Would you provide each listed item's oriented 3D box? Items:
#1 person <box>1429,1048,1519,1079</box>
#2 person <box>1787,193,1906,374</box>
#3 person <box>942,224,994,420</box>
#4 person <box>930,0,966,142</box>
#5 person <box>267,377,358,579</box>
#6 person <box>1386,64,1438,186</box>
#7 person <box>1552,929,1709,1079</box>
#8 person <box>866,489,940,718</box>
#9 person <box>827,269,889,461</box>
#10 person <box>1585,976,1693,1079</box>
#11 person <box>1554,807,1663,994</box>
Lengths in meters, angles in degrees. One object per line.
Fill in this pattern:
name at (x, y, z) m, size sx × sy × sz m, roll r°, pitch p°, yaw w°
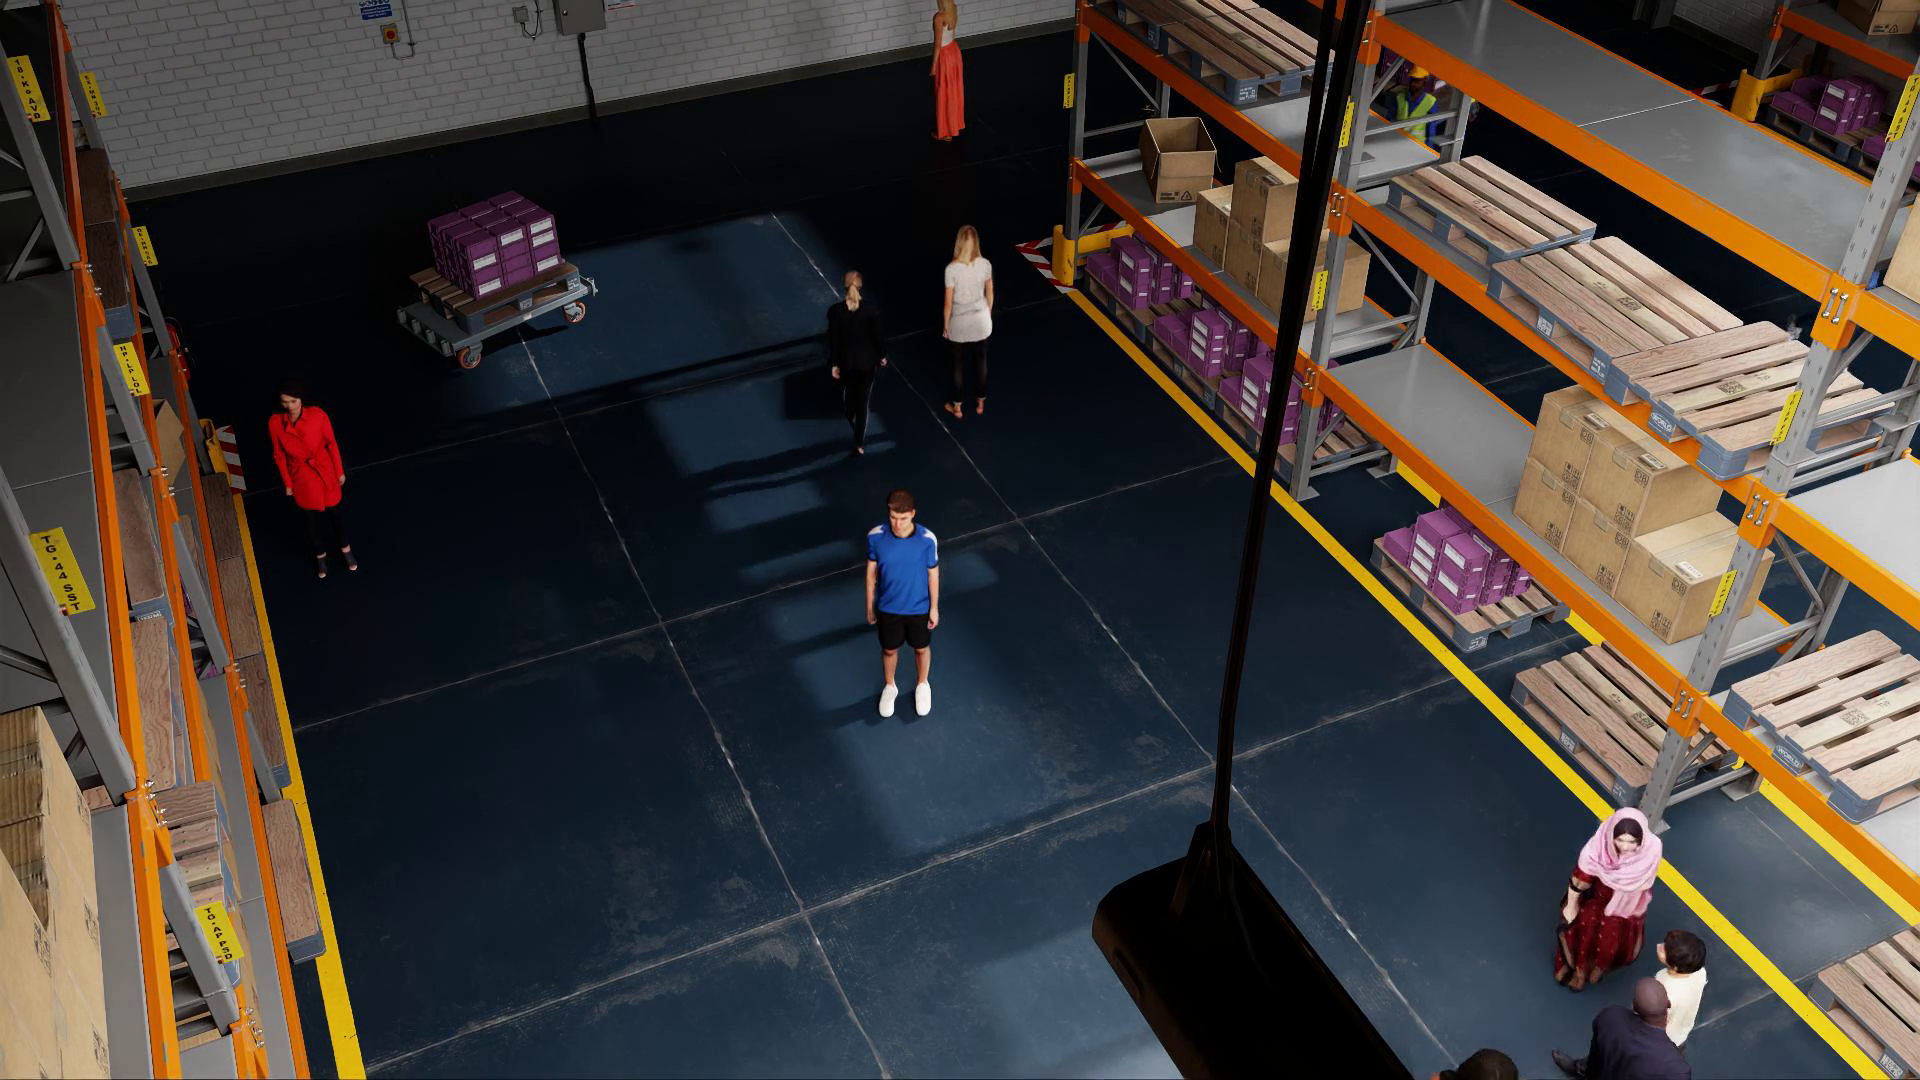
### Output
person at (2.430, 2.963, 8.129) m, size 0.901 × 1.801 × 0.997 m, roll 5°, pitch 39°, yaw 6°
person at (7.868, -2.336, 14.775) m, size 0.784 × 1.788 × 1.060 m, roll -10°, pitch 40°, yaw -12°
person at (0.087, -1.838, 14.119) m, size 0.638 × 1.827 × 0.565 m, roll -11°, pitch 40°, yaw -13°
person at (-0.150, -5.344, 18.530) m, size 0.769 × 1.803 × 0.728 m, roll 17°, pitch 42°, yaw 20°
person at (-4.857, -0.476, 12.476) m, size 0.629 × 1.751 × 0.626 m, roll -13°, pitch 40°, yaw -15°
person at (4.532, -3.965, 16.804) m, size 0.718 × 1.802 × 0.830 m, roll 29°, pitch 47°, yaw 31°
person at (3.718, 2.656, 8.730) m, size 0.712 × 1.530 × 1.064 m, roll -24°, pitch 44°, yaw -27°
person at (-0.357, 0.393, 11.294) m, size 0.752 × 1.867 × 0.749 m, roll 1°, pitch 39°, yaw 1°
person at (-0.854, -1.380, 13.664) m, size 0.867 × 1.681 × 0.974 m, roll 5°, pitch 39°, yaw 6°
person at (3.239, 2.915, 8.196) m, size 0.935 × 1.793 × 0.523 m, roll -8°, pitch 39°, yaw -10°
person at (3.674, 2.007, 9.483) m, size 0.809 × 1.606 × 0.837 m, roll 0°, pitch 39°, yaw 0°
